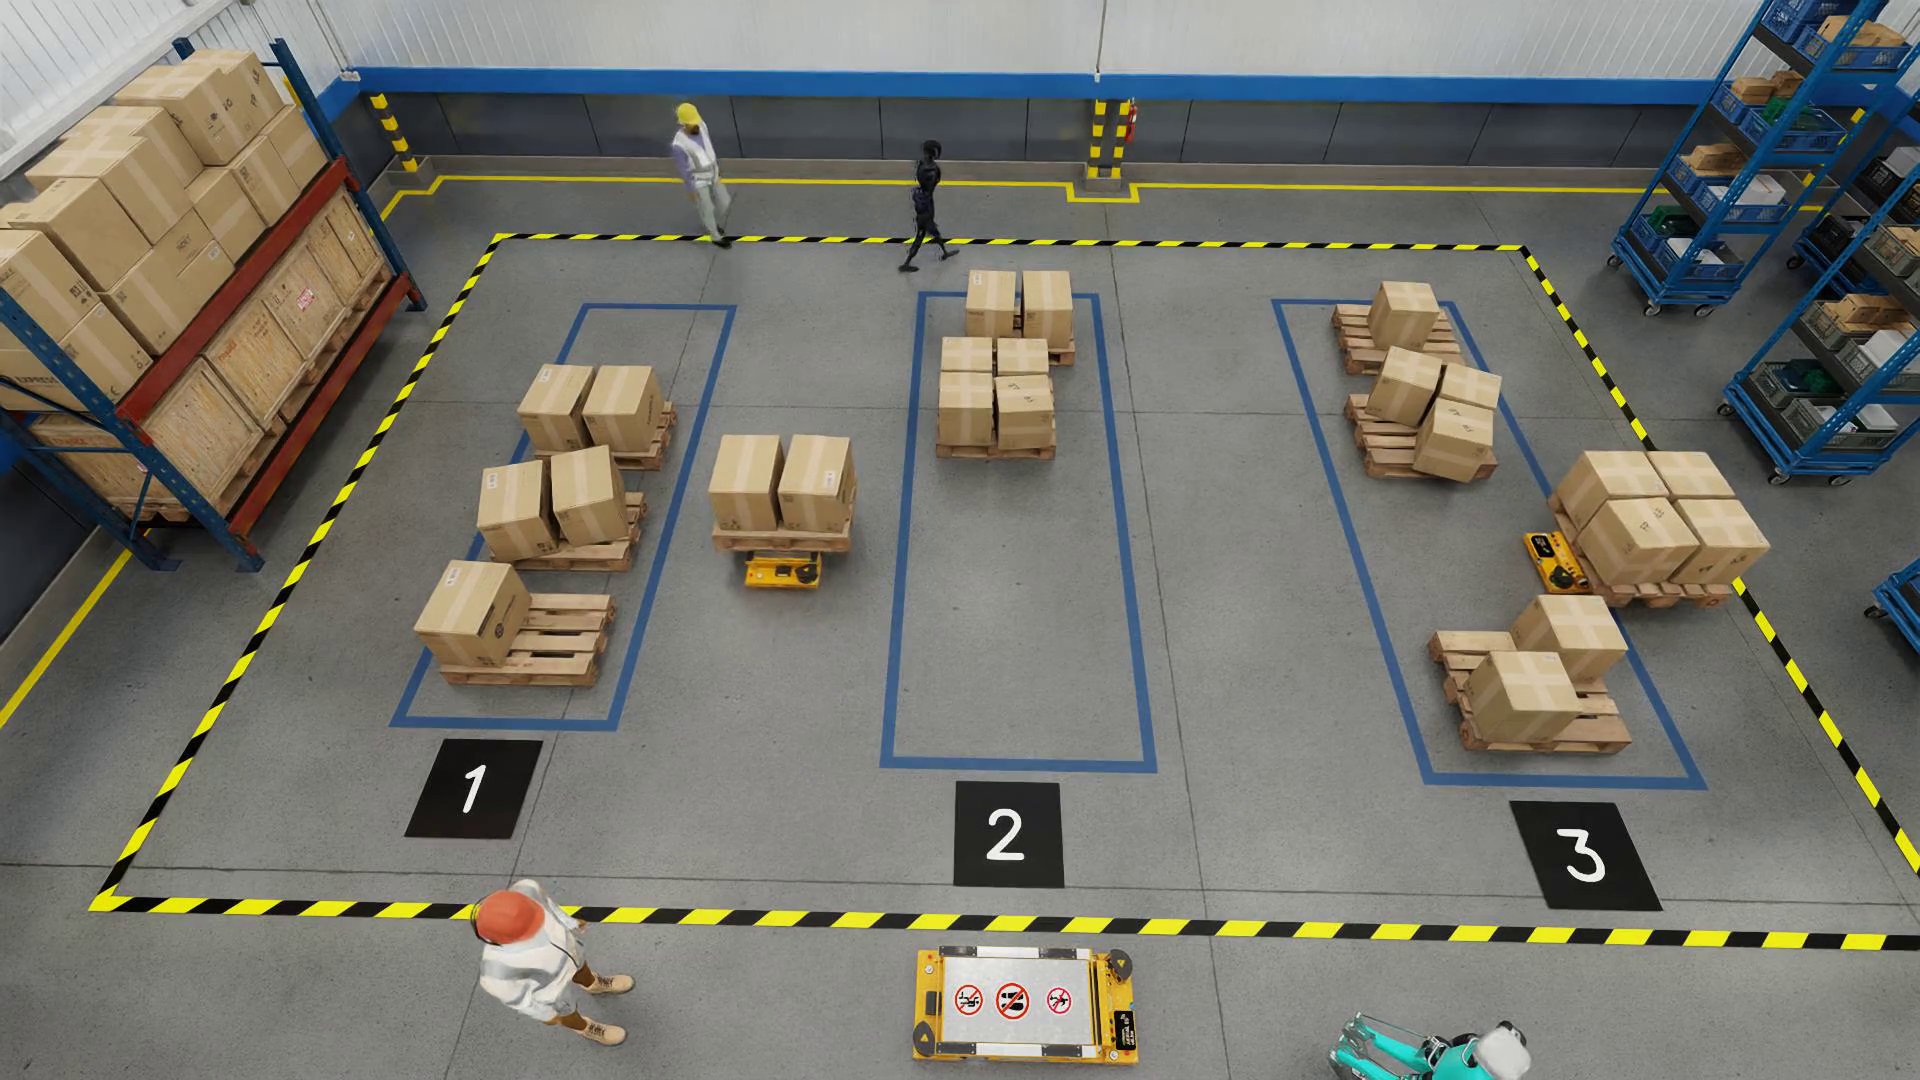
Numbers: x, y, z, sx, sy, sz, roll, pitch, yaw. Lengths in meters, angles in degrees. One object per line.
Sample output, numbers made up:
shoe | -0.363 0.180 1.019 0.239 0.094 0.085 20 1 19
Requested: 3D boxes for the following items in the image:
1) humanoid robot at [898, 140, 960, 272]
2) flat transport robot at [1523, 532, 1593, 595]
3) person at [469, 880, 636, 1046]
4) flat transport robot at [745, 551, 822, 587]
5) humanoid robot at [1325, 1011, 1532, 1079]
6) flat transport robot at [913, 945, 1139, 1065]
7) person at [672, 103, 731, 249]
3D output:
humanoid robot | -0.385 -3.936 10.818 0.801 1.611 0.609 -7 51 -6
flat transport robot | 5.989 0.179 8.322 1.431 0.197 0.652 0 51 0
person | -2.340 2.472 5.333 0.389 2.034 0.605 -1 51 0
flat transport robot | -1.585 -0.183 8.617 0.652 0.197 1.431 1 51 1
humanoid robot | 2.459 2.861 5.120 0.533 1.676 0.735 -36 59 -26
flat transport robot | 0.422 3.041 6.007 1.431 0.231 0.659 1 51 1
person | -3.091 -4.362 11.039 0.432 1.820 0.622 21 54 16
